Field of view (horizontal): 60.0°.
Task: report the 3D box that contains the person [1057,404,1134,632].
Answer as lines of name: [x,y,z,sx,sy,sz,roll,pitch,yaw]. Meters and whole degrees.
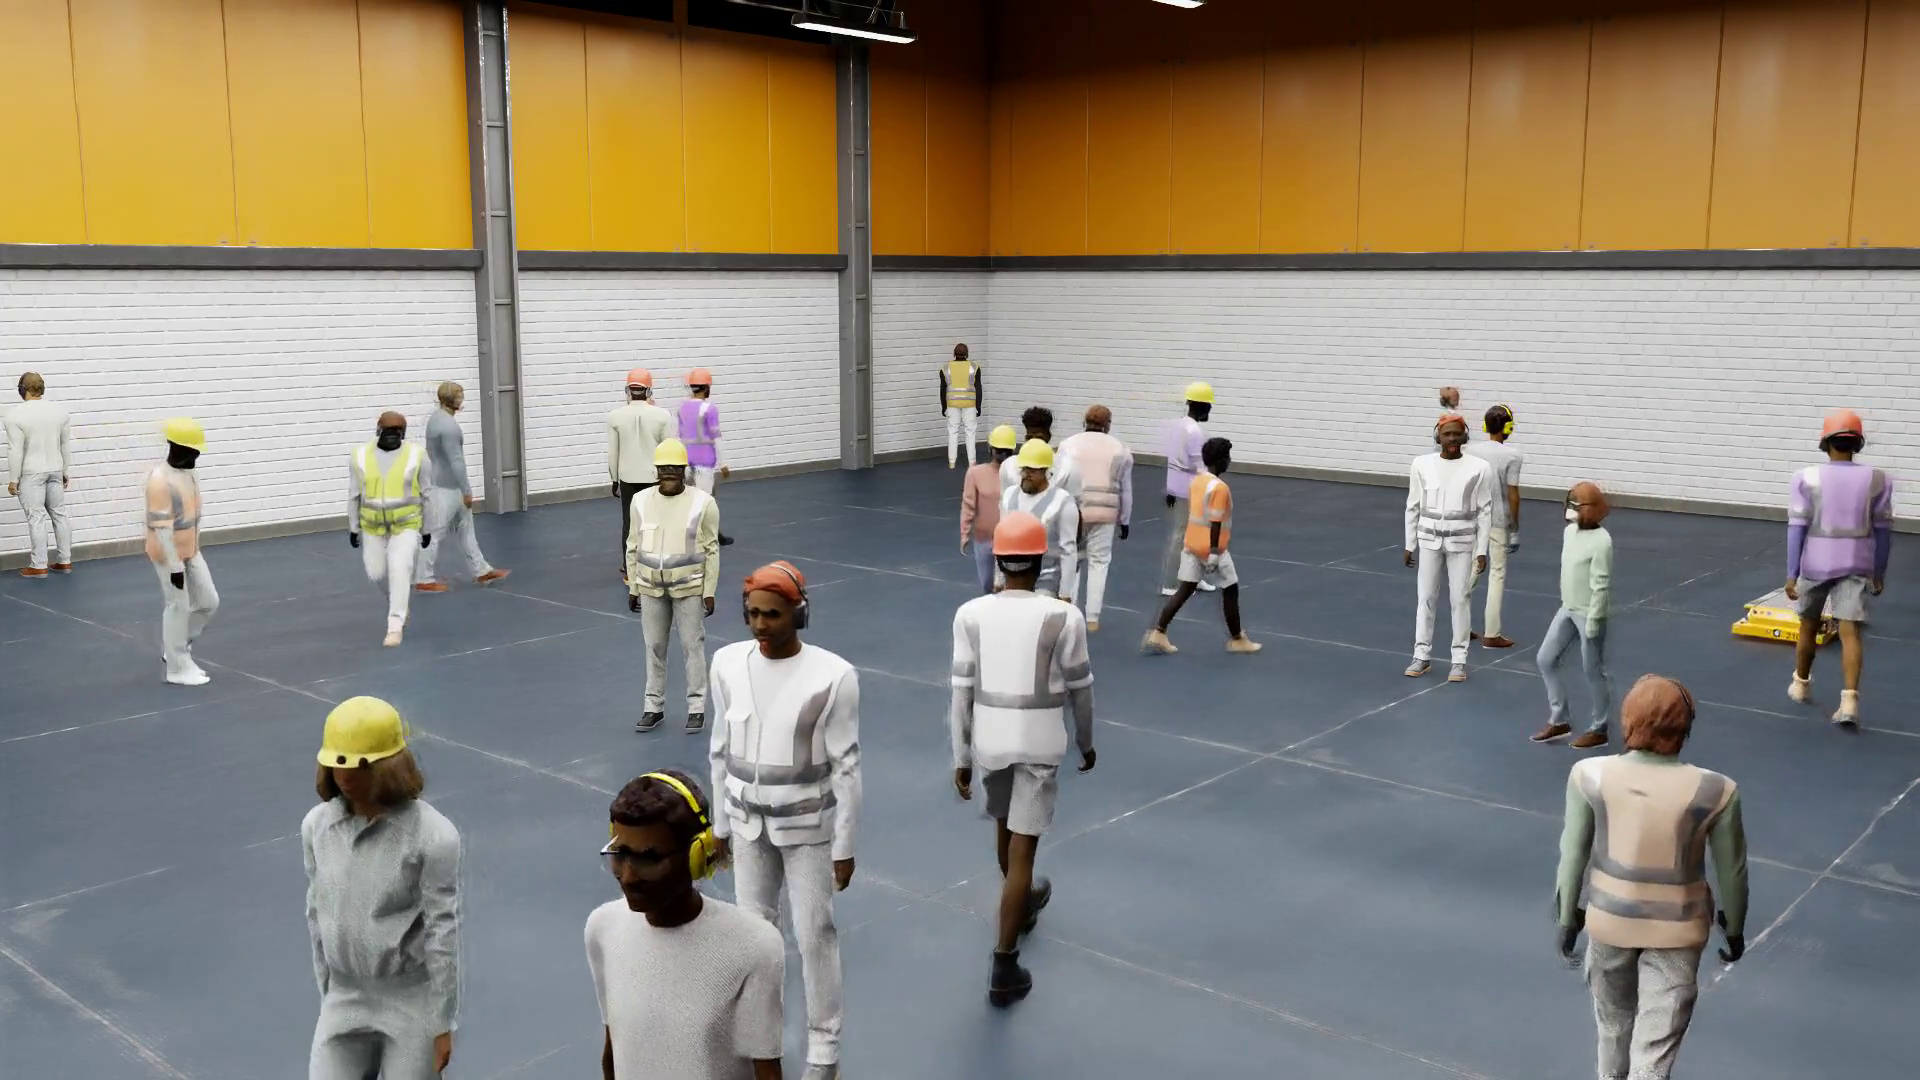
person: [1.060,-0.170,13.273,0.652,1.812,0.453,0,9,1]

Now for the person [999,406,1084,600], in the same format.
person: [0.584,0.006,11.753,0.612,1.939,0.815,2,9,14]

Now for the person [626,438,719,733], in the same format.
person: [-1.788,0.284,10.311,0.590,1.837,0.404,1,9,7]

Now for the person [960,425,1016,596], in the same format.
person: [0.289,-0.038,12.683,0.527,1.722,0.899,1,9,8]

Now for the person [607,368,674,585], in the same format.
person: [-2.906,-0.576,15.219,0.612,1.995,0.379,-1,9,-5]

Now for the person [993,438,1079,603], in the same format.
person: [0.500,0.242,10.635,0.603,1.814,0.686,8,12,39]

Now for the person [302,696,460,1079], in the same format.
person: [-1.563,1.254,4.562,0.489,1.727,0.412,2,9,12]

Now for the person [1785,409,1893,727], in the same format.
person: [5.609,0.160,10.630,0.628,1.995,1.062,2,9,15]

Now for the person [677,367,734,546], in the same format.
person: [-2.706,-0.820,17.063,0.546,1.904,0.931,9,13,44]

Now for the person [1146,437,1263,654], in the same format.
person: [1.806,0.050,12.375,0.876,1.652,0.532,-3,10,-18]

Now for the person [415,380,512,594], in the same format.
person: [-4.471,-0.471,14.869,0.957,1.892,0.658,-4,10,-24]

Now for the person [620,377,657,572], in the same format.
person: [-3.008,-0.602,15.661,0.408,1.906,0.653,-6,11,-31]

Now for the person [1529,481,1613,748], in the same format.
person: [3.660,0.455,9.901,0.572,1.610,0.521,-1,9,-9]

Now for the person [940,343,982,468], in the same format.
person: [0.020,-1.961,24.401,0.623,1.844,0.429,1,9,5]

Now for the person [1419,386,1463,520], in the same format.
person: [5.487,-0.925,18.641,0.837,1.600,0.525,6,11,32]

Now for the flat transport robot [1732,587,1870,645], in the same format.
flat transport robot: [6.744,0.589,13.294,0.652,0.197,1.431,8,12,41]

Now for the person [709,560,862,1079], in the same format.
person: [-0.610,0.999,5.709,0.576,1.880,0.369,4,10,25]

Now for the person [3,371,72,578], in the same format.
person: [-8.649,-0.612,15.623,0.372,1.940,0.630,4,10,24]

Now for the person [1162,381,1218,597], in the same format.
person: [2.087,-0.436,14.606,0.694,1.900,0.620,-2,9,-9]

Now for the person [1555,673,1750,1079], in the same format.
person: [2.185,1.209,5.234,0.530,1.604,0.803,7,11,36]

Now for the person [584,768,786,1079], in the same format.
person: [-0.570,1.370,3.561,0.533,1.825,0.975,3,10,18]

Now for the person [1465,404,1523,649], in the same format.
person: [4.048,-0.107,12.734,0.360,1.856,0.532,-7,11,-36]

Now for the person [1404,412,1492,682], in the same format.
person: [3.404,0.048,11.651,0.585,1.881,0.343,5,10,29]

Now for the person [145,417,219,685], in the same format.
person: [-5.301,0.092,11.376,0.499,1.880,0.645,0,9,1]

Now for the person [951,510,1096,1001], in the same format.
person: [0.260,0.823,6.759,0.548,1.876,1.041,4,10,23]

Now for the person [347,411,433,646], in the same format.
person: [-4.410,-0.116,12.936,0.630,1.804,0.734,-1,9,-5]
